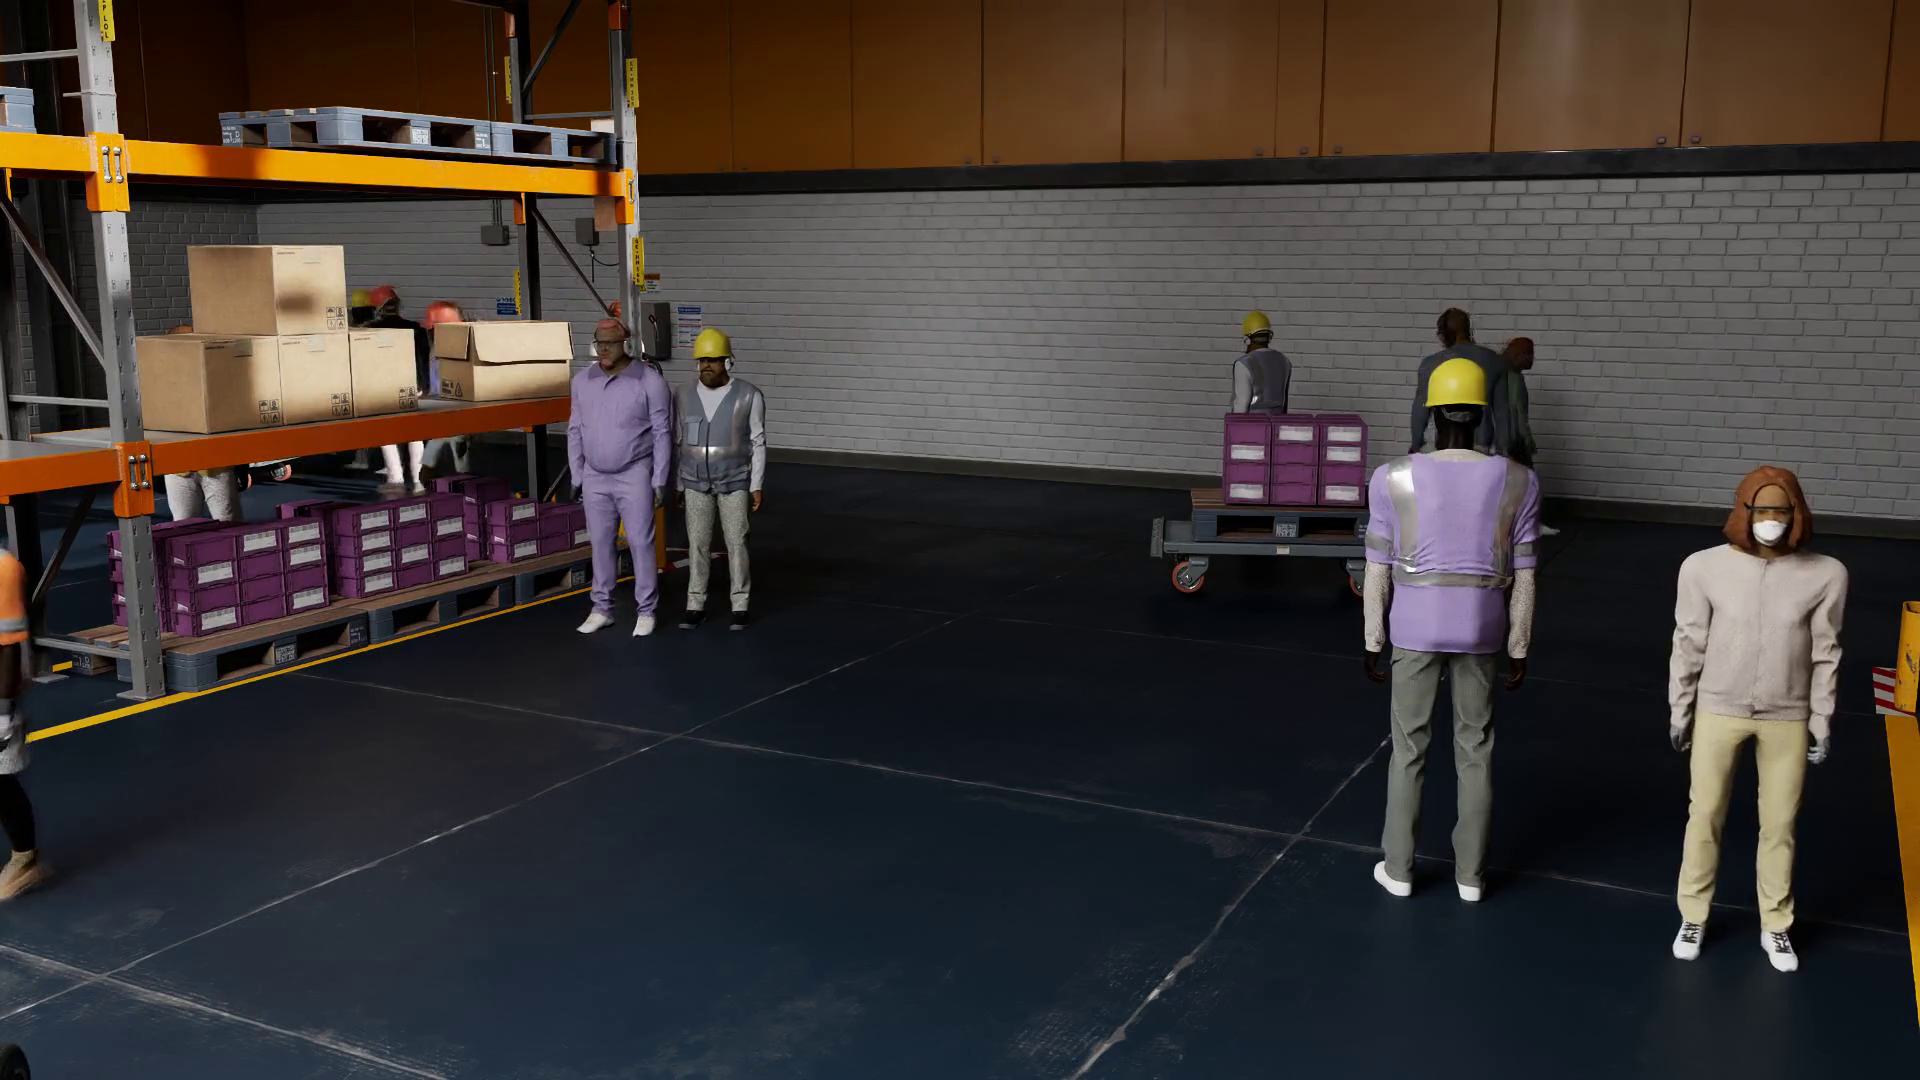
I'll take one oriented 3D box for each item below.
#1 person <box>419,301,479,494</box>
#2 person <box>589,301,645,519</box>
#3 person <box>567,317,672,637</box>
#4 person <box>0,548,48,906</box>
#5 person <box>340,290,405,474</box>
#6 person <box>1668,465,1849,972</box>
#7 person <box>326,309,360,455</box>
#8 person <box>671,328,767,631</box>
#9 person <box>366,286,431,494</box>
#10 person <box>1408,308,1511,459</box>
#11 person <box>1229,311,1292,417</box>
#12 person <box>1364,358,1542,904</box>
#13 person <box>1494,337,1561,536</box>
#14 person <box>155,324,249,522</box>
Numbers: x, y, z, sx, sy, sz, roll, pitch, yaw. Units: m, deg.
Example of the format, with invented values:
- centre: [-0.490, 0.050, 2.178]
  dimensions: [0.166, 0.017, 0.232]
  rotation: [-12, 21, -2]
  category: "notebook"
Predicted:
- centre: [-3.877, -0.826, 12.509]
  dimensions: [0.578, 1.913, 0.640]
  rotation: [9, 13, 41]
  category: "person"
- centre: [-2.882, -1.085, 14.133]
  dimensions: [0.347, 1.879, 0.580]
  rotation: [8, 13, 38]
  category: "person"
- centre: [-2.042, -0.367, 9.896]
  dimensions: [0.651, 1.904, 0.403]
  rotation: [2, 10, 14]
  category: "person"
- centre: [-3.338, 0.523, 5.488]
  dimensions: [0.577, 1.631, 0.863]
  rotation: [-1, 10, -6]
  category: "person"
- centre: [-6.137, -1.609, 17.101]
  dimensions: [0.843, 1.894, 0.600]
  rotation: [0, 10, -1]
  category: "person"
- centre: [2.515, 0.567, 5.299]
  dimensions: [0.493, 1.626, 0.286]
  rotation: [3, 10, 18]
  category: "person"
- centre: [-7.072, -1.933, 18.858]
  dimensions: [0.634, 1.938, 0.355]
  rotation: [-9, 13, -43]
  category: "person"
- centre: [-1.466, -0.359, 10.052]
  dimensions: [0.591, 1.834, 0.404]
  rotation: [1, 10, 8]
  category: "person"
- centre: [-5.349, -1.411, 15.848]
  dimensions: [0.684, 1.969, 0.424]
  rotation: [-6, 11, -31]
  category: "person"
- centre: [3.440, -0.659, 11.607]
  dimensions: [0.646, 1.896, 0.870]
  rotation: [-2, 10, -14]
  category: "person"
- centre: [2.301, -0.855, 12.936]
  dimensions: [0.600, 1.827, 0.403]
  rotation: [-8, 13, -39]
  category: "person"
- centre: [1.715, 0.323, 5.872]
  dimensions: [0.588, 1.919, 0.402]
  rotation: [1, 10, 8]
  category: "person"
- centre: [4.483, -0.786, 13.160]
  dimensions: [0.688, 1.612, 0.507]
  rotation: [4, 11, 24]
  category: "person"
- centre: [-4.873, -0.460, 10.661]
  dimensions: [0.625, 1.837, 0.430]
  rotation: [-1, 10, -5]
  category: "person"
